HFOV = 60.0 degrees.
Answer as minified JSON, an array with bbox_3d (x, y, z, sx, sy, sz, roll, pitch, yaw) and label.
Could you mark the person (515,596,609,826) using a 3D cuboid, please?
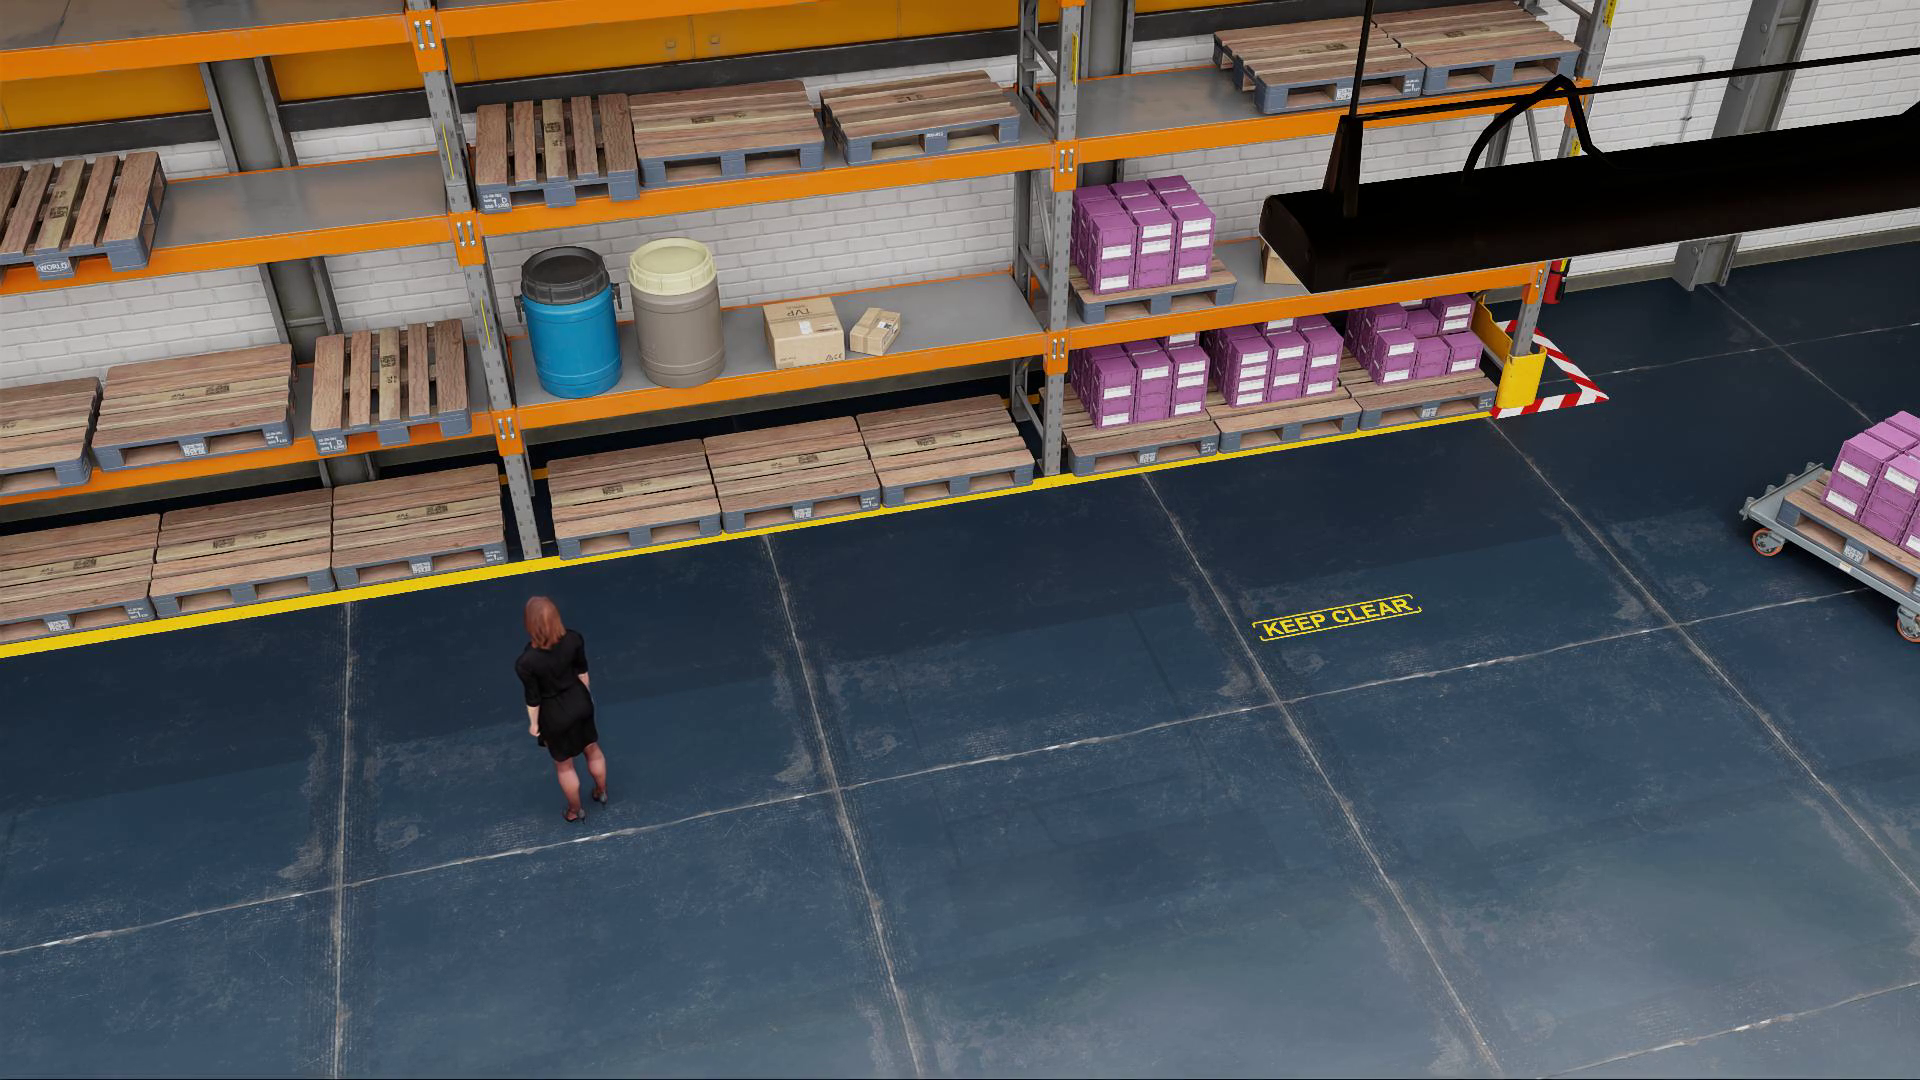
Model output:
[{"bbox_3d":[-2.327,1.013,9.772,0.601,1.704,0.720,-32,48,-33],"label":"person"}]
